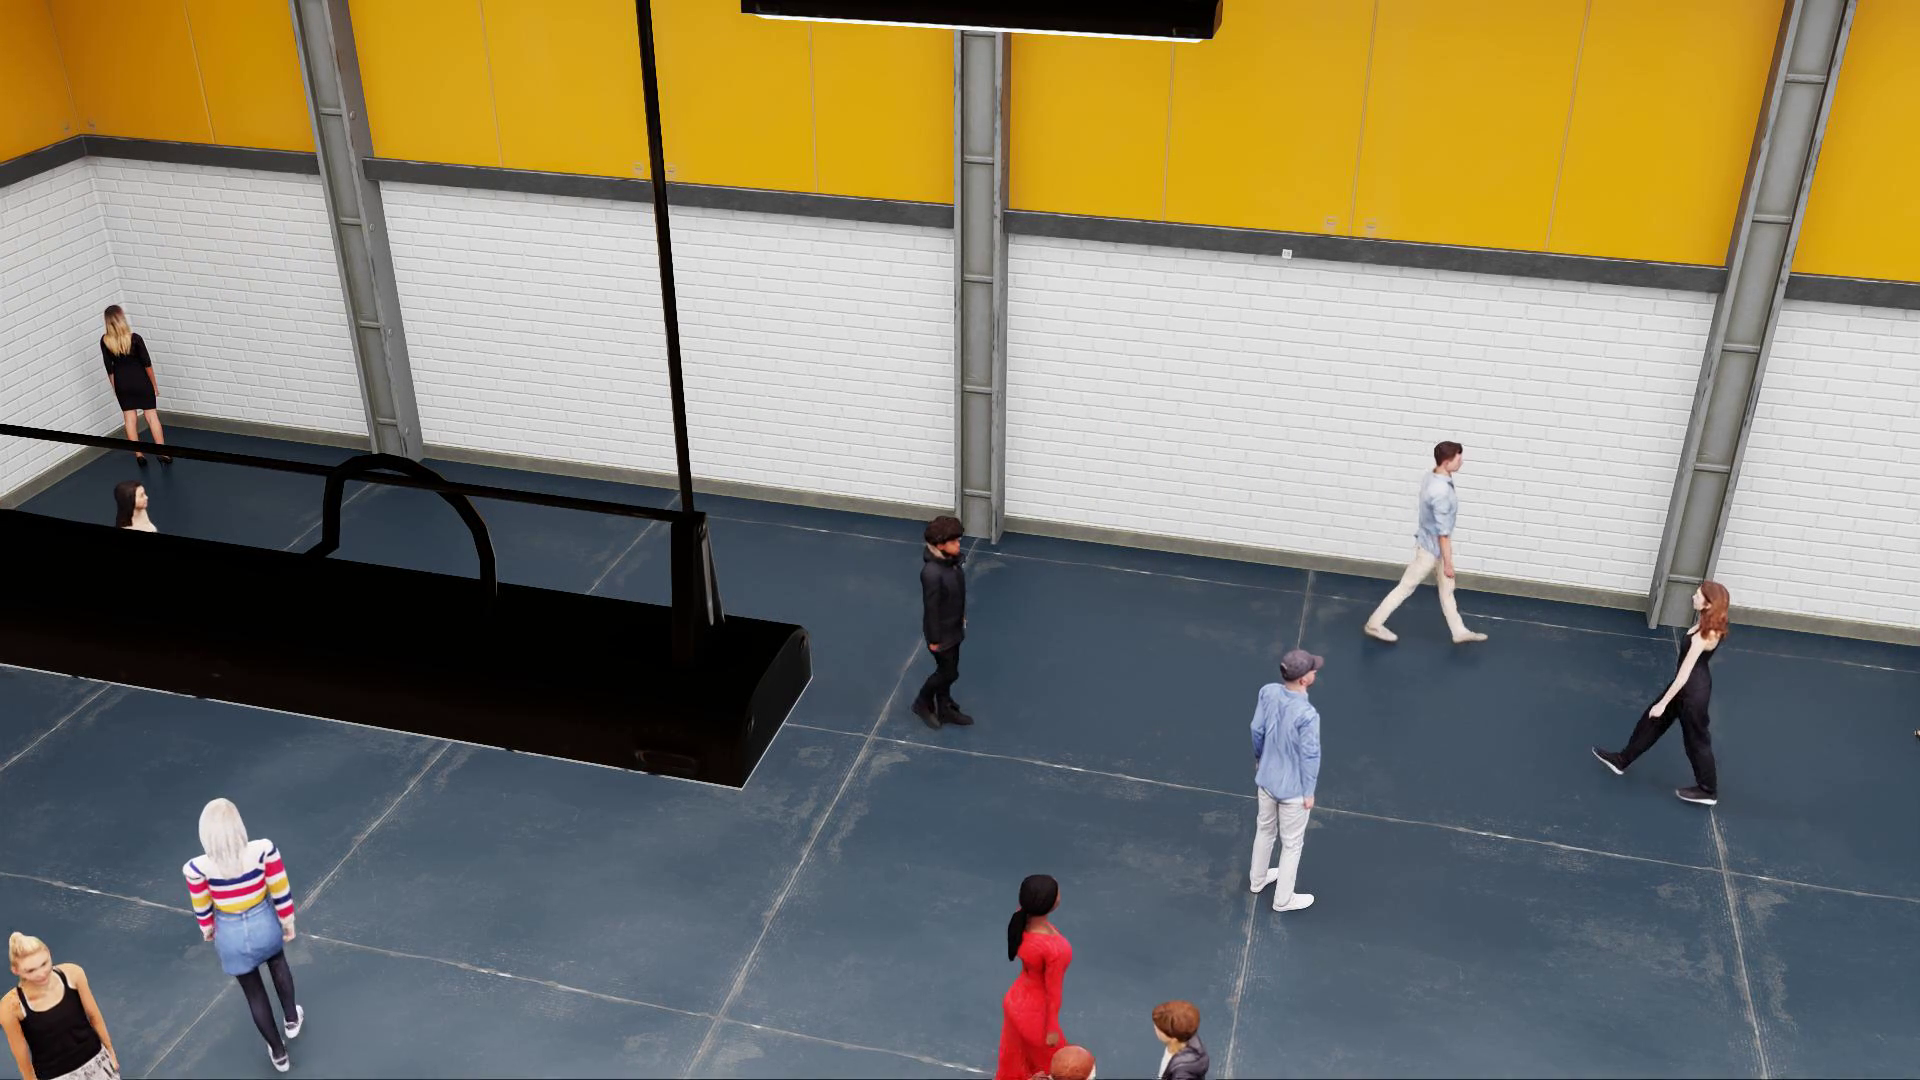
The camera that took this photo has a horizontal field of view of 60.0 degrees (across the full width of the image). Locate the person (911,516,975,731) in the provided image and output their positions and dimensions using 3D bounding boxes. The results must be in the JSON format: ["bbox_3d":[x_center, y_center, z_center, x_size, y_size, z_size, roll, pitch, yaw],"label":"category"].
[{"bbox_3d":[-0.189,0.603,12.256,0.693,1.769,0.633,10,30,17],"label":"person"}]

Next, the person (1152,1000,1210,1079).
[{"bbox_3d":[1.163,2.905,8.391,0.874,1.429,0.562,6,29,10],"label":"person"}]

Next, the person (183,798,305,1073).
[{"bbox_3d":[-3.943,2.237,9.234,0.815,1.795,0.875,-16,32,-27],"label":"person"}]

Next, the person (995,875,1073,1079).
[{"bbox_3d":[0.323,2.522,8.753,1.047,1.765,0.982,-14,32,-24],"label":"person"}]

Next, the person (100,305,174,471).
[{"bbox_3d":[-8.045,-1.485,16.182,0.540,1.676,0.677,-5,29,-9],"label":"person"}]

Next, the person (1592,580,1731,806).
[{"bbox_3d":[5.117,1.098,11.420,1.140,1.701,0.742,12,31,21],"label":"person"}]

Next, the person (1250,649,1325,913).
[{"bbox_3d":[2.052,1.499,10.489,0.791,1.887,0.718,-17,33,-28],"label":"person"}]

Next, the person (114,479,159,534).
[{"bbox_3d":[-6.329,0.320,12.823,0.651,1.723,0.646,0,29,1],"label":"person"}]

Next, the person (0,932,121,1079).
[{"bbox_3d":[-4.545,2.652,8.430,0.895,1.835,0.777,23,36,36],"label":"person"}]

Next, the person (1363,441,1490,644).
[{"bbox_3d":[3.648,0.067,13.210,1.226,1.797,0.700,6,29,11],"label":"person"}]
